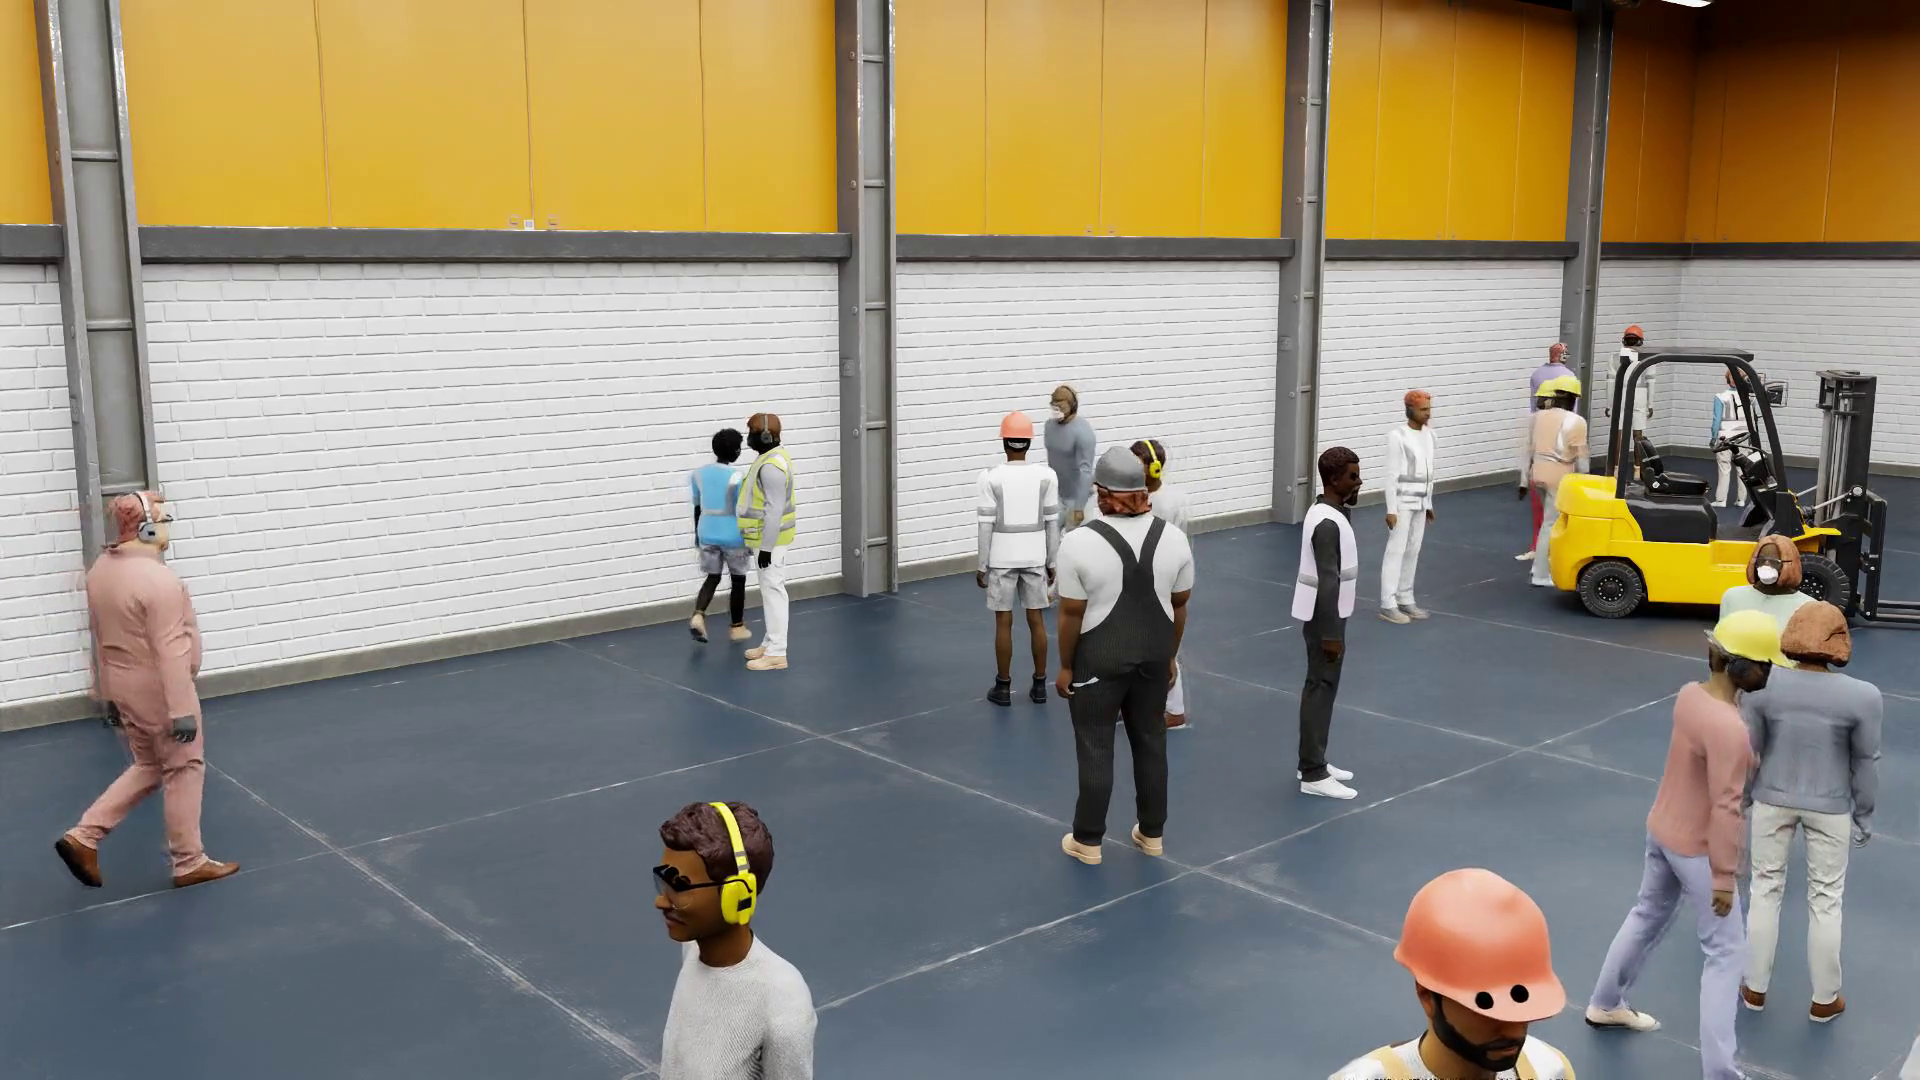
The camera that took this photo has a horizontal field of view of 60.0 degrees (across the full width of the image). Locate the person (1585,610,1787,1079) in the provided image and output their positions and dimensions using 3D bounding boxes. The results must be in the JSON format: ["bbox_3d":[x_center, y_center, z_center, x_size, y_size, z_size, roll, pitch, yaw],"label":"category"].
[{"bbox_3d":[2.640,1.094,5.918,0.498,1.718,0.729,1,10,4],"label":"person"}]

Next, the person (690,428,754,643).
[{"bbox_3d":[-1.771,-0.022,12.529,0.562,1.671,0.520,4,11,25],"label":"person"}]

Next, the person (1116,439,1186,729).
[{"bbox_3d":[1.113,0.294,10.197,0.706,1.838,0.543,-2,10,-10],"label":"person"}]

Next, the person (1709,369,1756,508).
[{"bbox_3d":[9.023,-1.183,19.436,0.515,1.641,0.315,-1,10,-3],"label":"person"}]

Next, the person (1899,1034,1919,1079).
[{"bbox_3d":[2.844,1.186,4.425,0.615,2.026,0.530,-4,10,-22],"label":"person"}]

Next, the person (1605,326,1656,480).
[{"bbox_3d":[8.810,-1.797,21.885,0.605,2.033,0.392,4,10,21],"label":"person"}]

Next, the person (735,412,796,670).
[{"bbox_3d":[-1.387,0.003,11.907,0.429,1.844,0.627,-1,10,-7],"label":"person"}]

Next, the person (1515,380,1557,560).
[{"bbox_3d":[5.578,-0.639,15.875,0.308,1.772,0.525,-2,10,-14],"label":"person"}]

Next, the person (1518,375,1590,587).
[{"bbox_3d":[5.315,-0.520,14.822,0.580,1.896,0.596,-5,11,-25],"label":"person"}]

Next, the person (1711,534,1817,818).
[{"bbox_3d":[3.841,0.777,7.973,0.286,1.636,0.499,-9,13,-43],"label":"person"}]

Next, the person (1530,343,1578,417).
[{"bbox_3d":[7.181,-1.423,20.066,0.407,1.908,0.641,-6,11,-30],"label":"person"}]

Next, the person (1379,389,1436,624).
[{"bbox_3d":[3.623,-0.276,13.414,0.583,1.882,0.337,-8,13,-40],"label":"person"}]

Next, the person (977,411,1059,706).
[{"bbox_3d":[0.366,0.122,10.925,0.549,1.936,0.376,-2,10,-12],"label":"person"}]

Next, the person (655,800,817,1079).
[{"bbox_3d":[-0.481,1.435,3.436,0.327,1.874,0.520,-7,12,-35],"label":"person"}]

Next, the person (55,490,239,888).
[{"bbox_3d":[-3.749,0.714,7.612,0.650,1.888,0.664,8,12,39],"label":"person"}]

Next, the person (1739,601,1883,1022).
[{"bbox_3d":[3.258,1.040,6.440,0.503,1.631,0.283,6,11,32],"label":"person"}]

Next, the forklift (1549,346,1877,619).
[{"bbox_3d":[6.109,-0.478,13.691,2.313,2.155,1.214,3,10,16],"label":"forklift"}]

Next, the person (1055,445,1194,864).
[{"bbox_3d":[0.750,0.551,8.114,0.682,2.000,0.537,-3,10,-19],"label":"person"}]

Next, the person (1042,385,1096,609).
[{"bbox_3d":[0.876,-0.337,13.743,0.811,1.888,0.650,-7,12,-37],"label":"person"}]

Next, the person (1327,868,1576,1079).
[{"bbox_3d":[0.848,1.493,2.900,0.548,1.937,0.379,-4,11,-24],"label":"person"}]

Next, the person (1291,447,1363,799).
[{"bbox_3d":[2.011,0.440,9.123,0.383,1.918,0.597,2,10,10],"label":"person"}]
